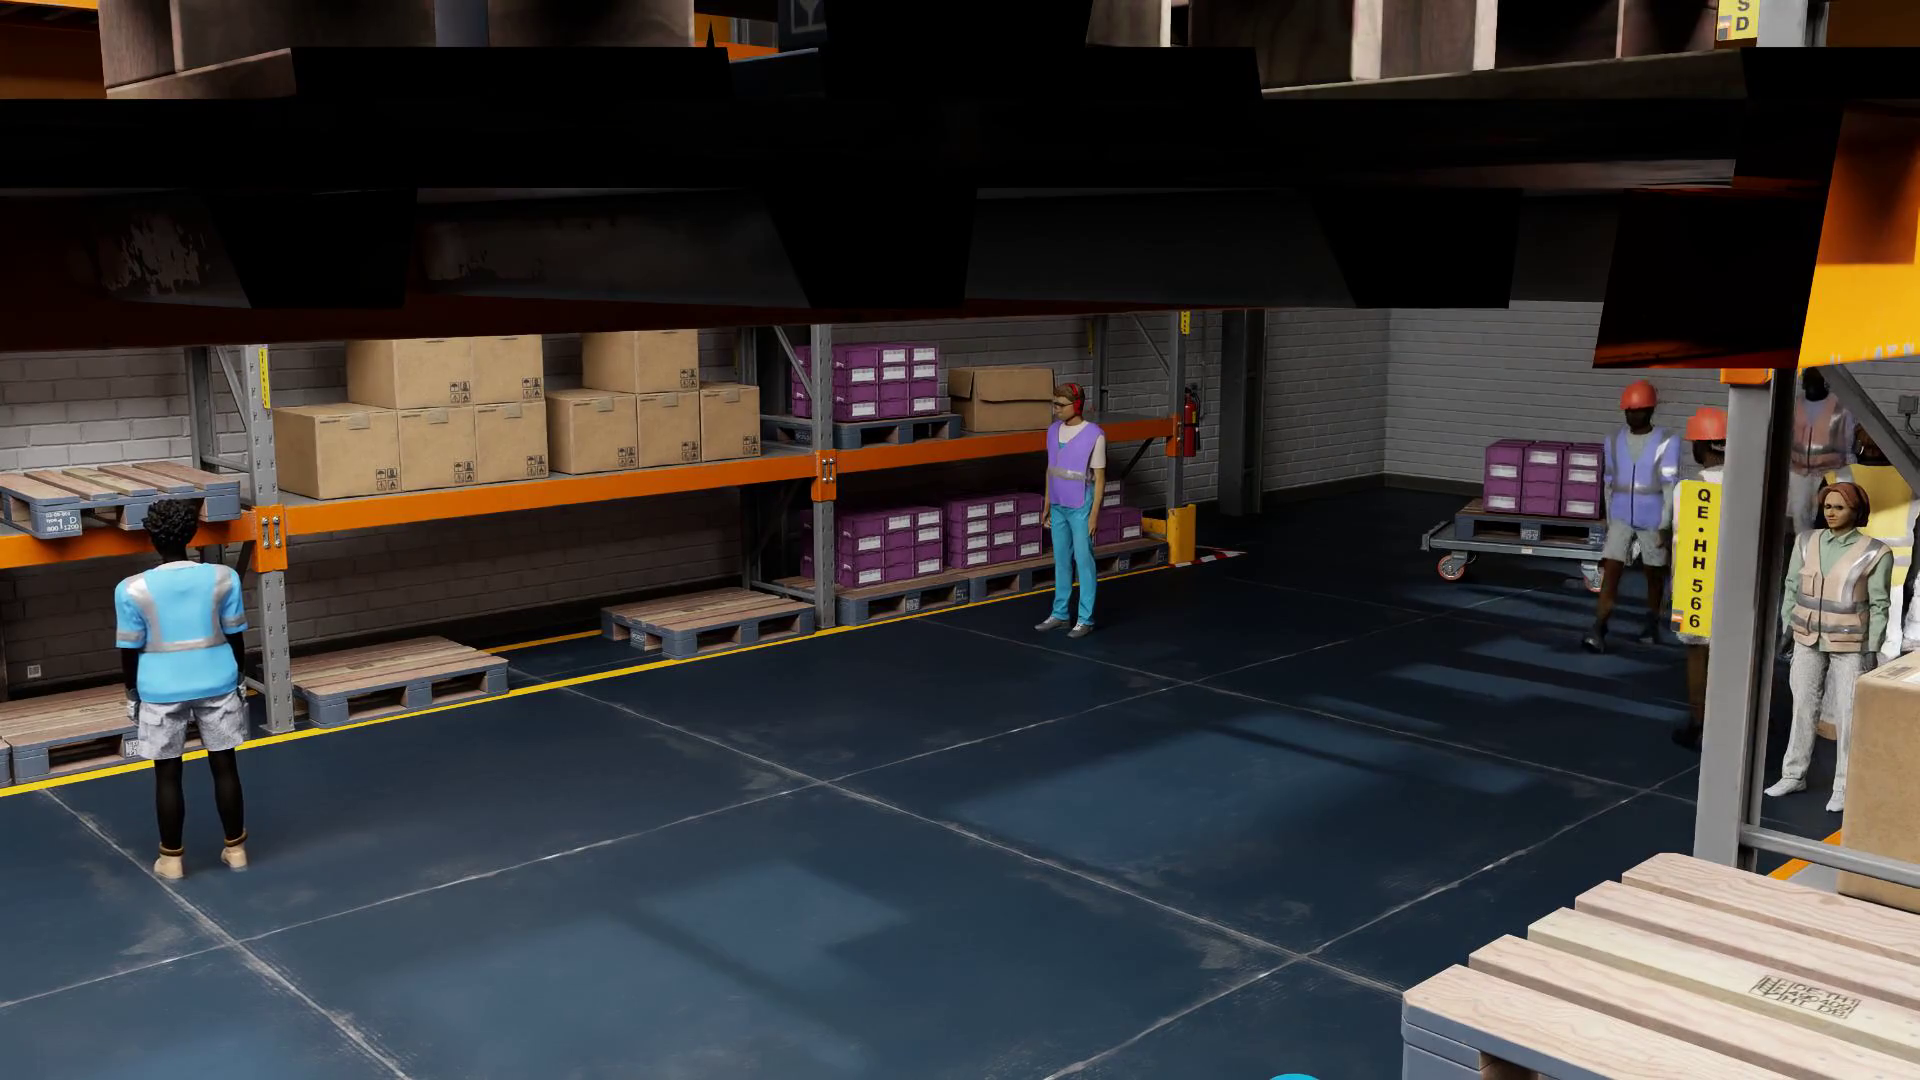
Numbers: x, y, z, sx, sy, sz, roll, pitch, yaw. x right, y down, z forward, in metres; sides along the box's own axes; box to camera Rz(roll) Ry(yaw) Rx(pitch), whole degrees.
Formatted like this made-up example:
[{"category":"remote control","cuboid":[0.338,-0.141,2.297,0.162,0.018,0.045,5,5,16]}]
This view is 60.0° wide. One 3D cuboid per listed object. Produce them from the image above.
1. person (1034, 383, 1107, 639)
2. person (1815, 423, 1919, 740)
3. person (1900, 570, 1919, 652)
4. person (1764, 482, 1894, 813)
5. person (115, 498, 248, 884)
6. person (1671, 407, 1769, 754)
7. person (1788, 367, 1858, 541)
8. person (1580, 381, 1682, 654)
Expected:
[{"category":"person","cuboid":[0.825,-0.218,12.010,0.388,1.837,0.564,-8,13,-39]},{"category":"person","cuboid":[5.101,0.224,9.414,0.622,1.844,0.429,0,10,1]},{"category":"person","cuboid":[6.929,-0.124,11.460,0.880,1.853,0.594,-3,10,-18]},{"category":"person","cuboid":[4.322,0.521,8.254,0.311,1.642,0.514,-7,12,-34]},{"category":"person","cuboid":[-3.389,0.662,7.291,0.534,1.694,0.320,-7,12,-34]},{"category":"person","cuboid":[4.132,0.245,9.068,0.572,1.918,0.604,-2,10,-10]},{"category":"person","cuboid":[7.314,-0.595,14.257,0.653,1.824,0.436,9,13,42]},{"category":"person","cuboid":[4.670,-0.151,11.499,0.551,1.885,1.008,8,13,39]}]
